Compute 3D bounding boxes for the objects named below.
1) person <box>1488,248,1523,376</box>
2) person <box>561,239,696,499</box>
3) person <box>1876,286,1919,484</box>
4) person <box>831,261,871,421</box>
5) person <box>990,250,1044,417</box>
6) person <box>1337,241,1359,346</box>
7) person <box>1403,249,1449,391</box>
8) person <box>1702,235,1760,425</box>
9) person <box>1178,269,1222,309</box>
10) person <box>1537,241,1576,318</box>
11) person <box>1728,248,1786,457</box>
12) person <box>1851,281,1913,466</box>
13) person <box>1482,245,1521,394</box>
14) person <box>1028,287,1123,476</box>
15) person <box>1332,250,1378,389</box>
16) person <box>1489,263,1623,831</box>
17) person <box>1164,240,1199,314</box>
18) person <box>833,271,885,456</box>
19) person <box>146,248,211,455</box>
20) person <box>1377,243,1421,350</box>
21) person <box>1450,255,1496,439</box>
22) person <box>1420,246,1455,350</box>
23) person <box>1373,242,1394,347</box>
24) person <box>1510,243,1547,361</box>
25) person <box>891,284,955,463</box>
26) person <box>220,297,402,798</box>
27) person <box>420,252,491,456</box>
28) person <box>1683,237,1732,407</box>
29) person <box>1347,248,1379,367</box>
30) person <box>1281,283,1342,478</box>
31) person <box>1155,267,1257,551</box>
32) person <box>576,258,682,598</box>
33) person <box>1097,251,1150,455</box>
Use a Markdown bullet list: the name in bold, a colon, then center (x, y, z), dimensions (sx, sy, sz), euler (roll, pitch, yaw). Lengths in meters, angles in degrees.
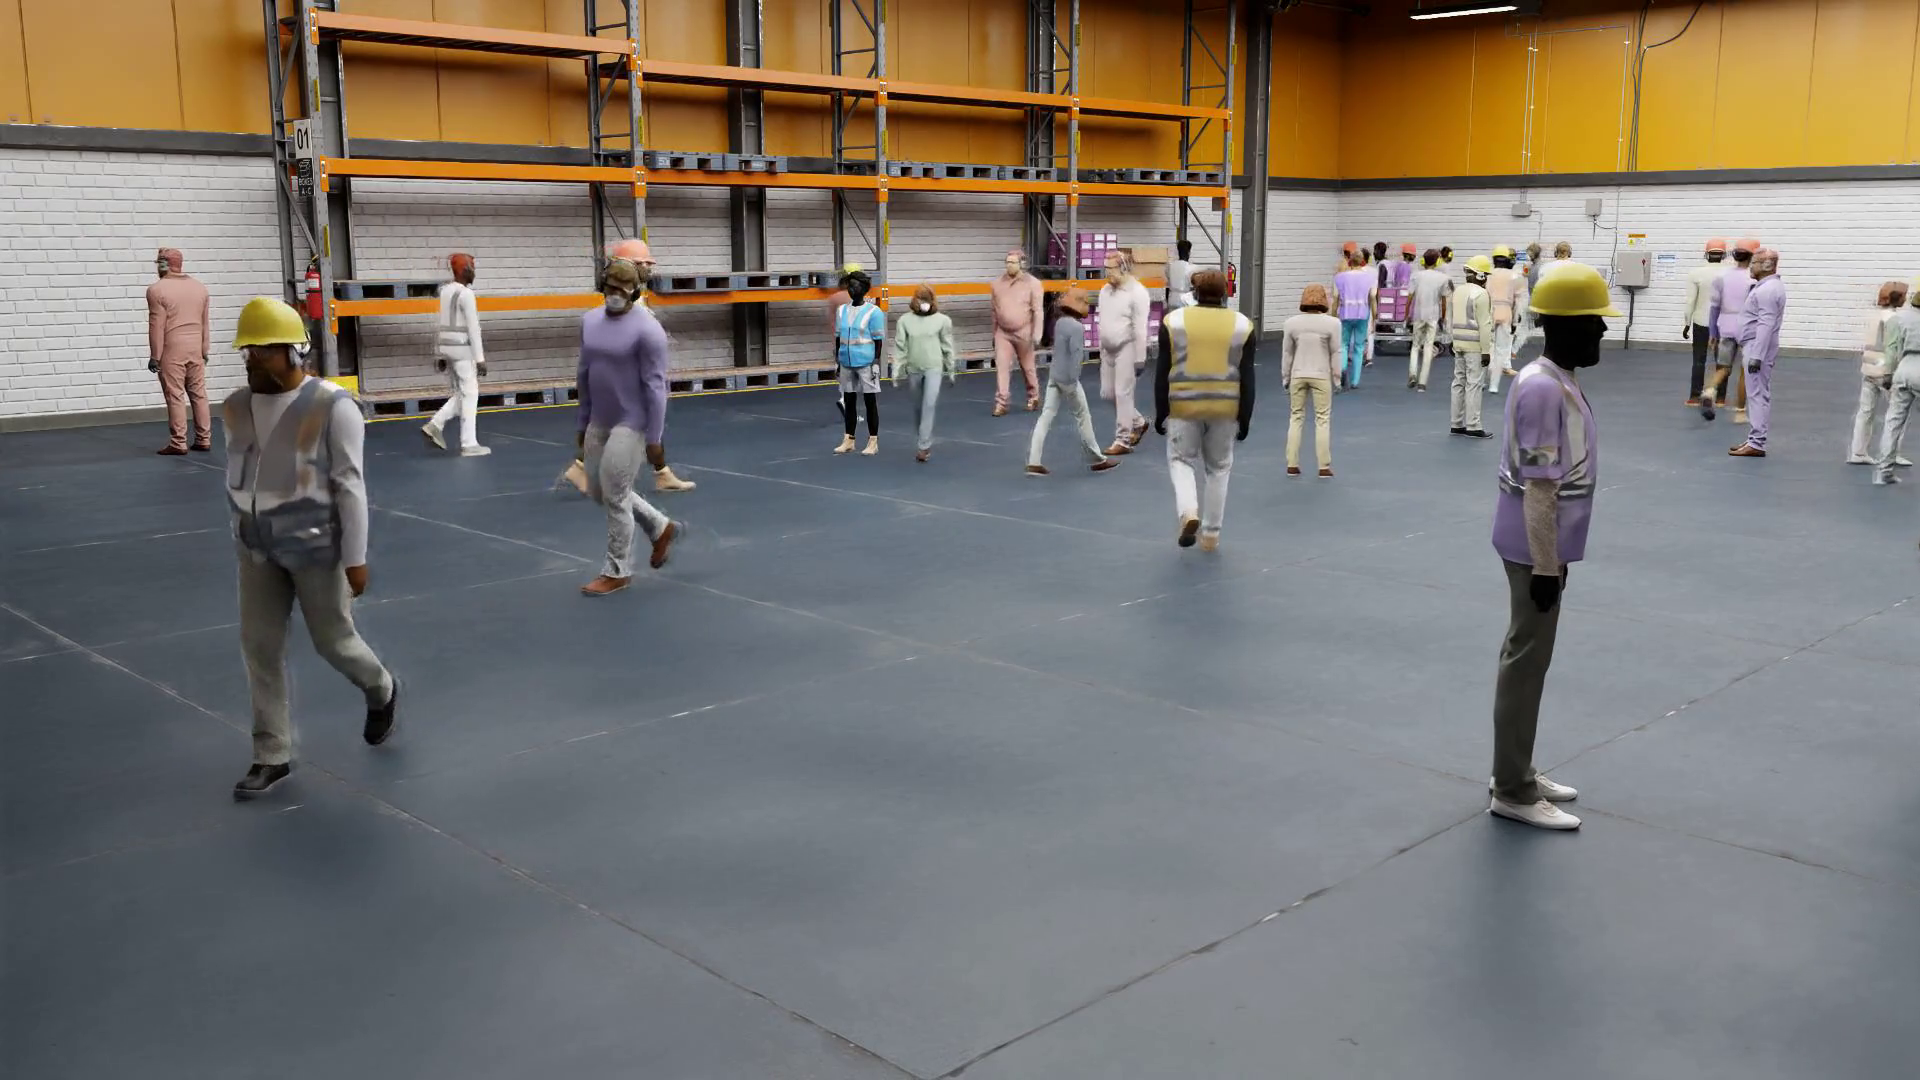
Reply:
- **person**: center (7.869, -3.284, 23.995), dimensions (0.631, 1.843, 0.429), euler (-6, 12, -29)
- **person**: center (-2.605, -1.314, 12.837), dimensions (1.005, 2.008, 0.619), euler (-3, 11, -14)
- **person**: center (7.892, -1.303, 13.573), dimensions (0.865, 1.706, 0.493), euler (-5, 11, -24)
- **person**: center (-1.188, -2.108, 17.846), dimensions (0.525, 1.751, 0.520), euler (7, 12, 32)
- **person**: center (0.654, -2.352, 18.859), dimensions (0.656, 1.867, 0.969), euler (4, 11, 22)
- **person**: center (6.946, -4.466, 30.239), dimensions (0.610, 1.922, 0.560), euler (4, 11, 20)
- **person**: center (6.049, -2.853, 21.639), dimensions (0.539, 1.841, 0.451), euler (3, 11, 17)
- **person**: center (8.230, -2.210, 17.663), dimensions (0.653, 2.029, 0.615), euler (-9, 13, -39)
- **person**: center (2.785, -2.331, 19.378), dimensions (0.545, 1.622, 0.424), euler (3, 11, 13)
- **person**: center (8.389, -3.195, 23.263), dimensions (0.627, 1.935, 0.373), euler (3, 11, 17)
- **person**: center (7.323, -1.721, 15.293), dimensions (0.408, 1.906, 0.653), euler (6, 12, 28)
- **person**: center (8.166, -1.448, 14.562), dimensions (0.589, 1.615, 0.546), euler (2, 11, 8)
- **person**: center (6.911, -2.854, 21.521), dimensions (0.600, 1.883, 0.901), euler (2, 11, 10)
- **person**: center (0.938, -1.328, 14.006), dimensions (0.867, 1.574, 0.523), euler (-5, 11, -24)
- **person**: center (5.191, -2.889, 21.877), dimensions (0.580, 1.833, 0.441), euler (3, 11, 17)
- **person**: center (2.038, 0.017, 5.758), dimensions (0.372, 1.928, 0.584), euler (4, 11, 20)
- **person**: center (3.410, -3.603, 25.425), dimensions (0.639, 1.950, 0.426), euler (9, 13, 39)
- **person**: center (-0.939, -1.613, 15.326), dimensions (0.535, 1.680, 0.318), euler (6, 12, 30)
- **person**: center (-7.249, -1.741, 15.405), dimensions (0.409, 1.906, 0.651), euler (4, 11, 23)
- **person**: center (7.697, -4.261, 29.219), dimensions (0.960, 1.898, 0.540), euler (-1, 10, -4)
- **person**: center (5.128, -1.922, 16.613), dimensions (0.404, 1.827, 0.586), euler (-3, 11, -16)
- **person**: center (8.525, -4.228, 29.203), dimensions (0.941, 1.813, 0.539), euler (1, 10, 3)
- **person**: center (7.465, -4.315, 29.456), dimensions (0.478, 1.899, 0.590), euler (2, 11, 10)
- **person**: center (9.163, -3.792, 26.624), dimensions (0.992, 1.879, 0.638), euler (0, 10, -2)
- **person**: center (-0.346, -1.471, 14.789), dimensions (0.530, 1.582, 0.881), euler (2, 11, 13)
- **person**: center (-2.441, -0.003, 6.202), dimensions (0.598, 1.805, 0.792), euler (3, 11, 14)
- **person**: center (-4.619, -1.689, 15.226), dimensions (0.492, 1.868, 0.604), euler (-8, 13, -37)
- **person**: center (8.878, -2.568, 19.667), dimensions (0.610, 1.996, 0.384), euler (2, 11, 12)
- **person**: center (6.266, -3.607, 25.845), dimensions (0.506, 1.826, 0.998), euler (0, 10, -2)
- **person**: center (2.947, -1.336, 13.974), dimensions (0.506, 1.628, 0.276), euler (6, 12, 28)
- **person**: center (1.555, -0.810, 10.546), dimensions (0.644, 1.827, 0.527), euler (1, 10, 4)
- **person**: center (-1.851, -0.642, 9.423), dimensions (0.650, 1.902, 0.682), euler (9, 13, 39)
- **person**: center (1.538, -1.737, 15.445), dimensions (0.579, 1.885, 0.666), euler (-7, 12, -33)
